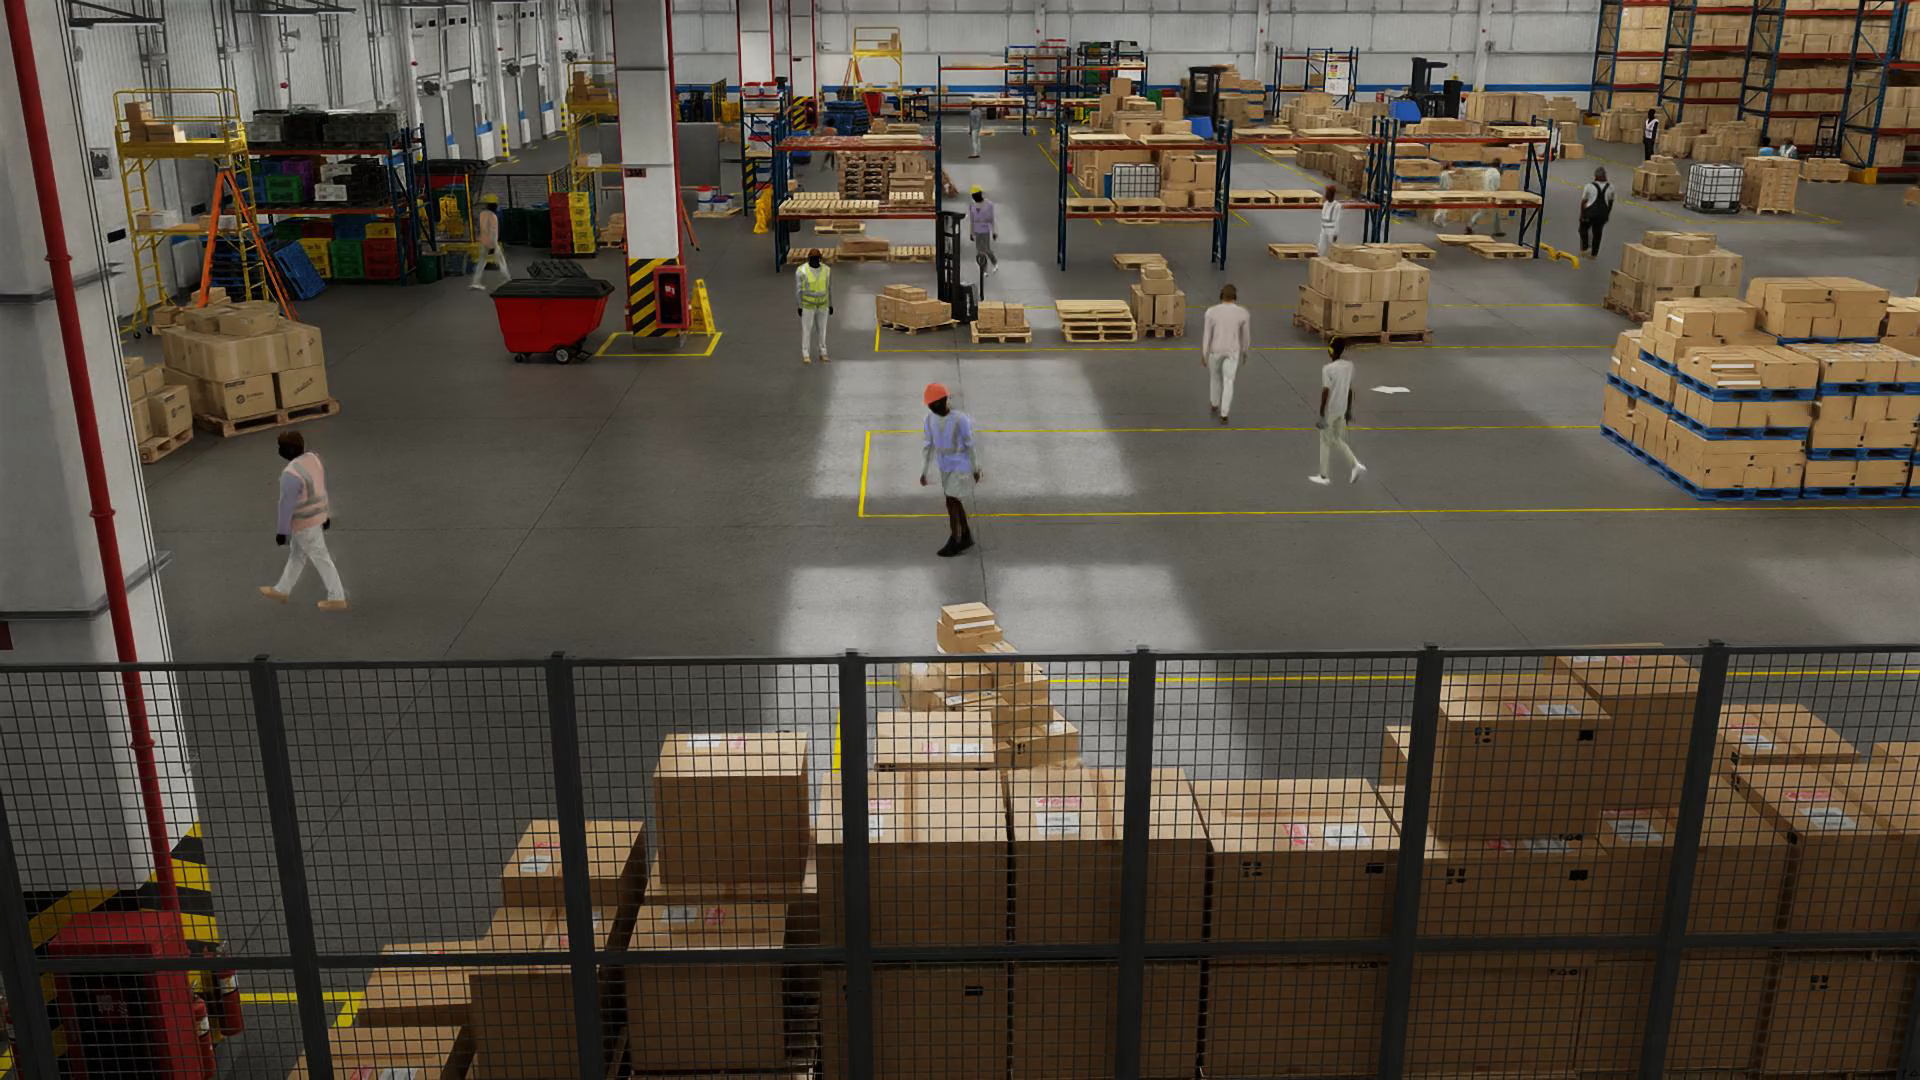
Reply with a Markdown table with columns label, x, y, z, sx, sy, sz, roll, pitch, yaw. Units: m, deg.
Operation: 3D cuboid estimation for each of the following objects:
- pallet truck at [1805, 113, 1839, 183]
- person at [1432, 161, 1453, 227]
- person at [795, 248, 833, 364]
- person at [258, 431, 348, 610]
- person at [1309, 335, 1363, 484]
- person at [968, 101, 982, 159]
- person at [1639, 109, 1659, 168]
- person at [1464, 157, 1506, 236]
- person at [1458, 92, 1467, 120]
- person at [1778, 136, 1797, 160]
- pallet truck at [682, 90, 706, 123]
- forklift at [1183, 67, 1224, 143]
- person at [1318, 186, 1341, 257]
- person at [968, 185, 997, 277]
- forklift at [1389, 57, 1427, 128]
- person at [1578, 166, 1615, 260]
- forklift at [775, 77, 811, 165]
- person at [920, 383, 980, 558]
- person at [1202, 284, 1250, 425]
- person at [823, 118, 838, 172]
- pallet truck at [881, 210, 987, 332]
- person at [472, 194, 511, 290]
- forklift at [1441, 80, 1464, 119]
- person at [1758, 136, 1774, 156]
| label | x | y | z | sx | sy | sz | roll | pitch | yaw |
| --- | --- | --- | --- | --- | --- | --- | --- | --- | --- |
| pallet truck | 26.403 | -11.957 | 50.702 | 0.823 | 1.965 | 1.885 | 6 | 19 | 16 |
| person | 12.007 | -8.554 | 41.163 | 0.365 | 1.626 | 0.533 | 4 | 19 | 12 |
| person | -2.315 | -3.740 | 26.576 | 0.619 | 1.838 | 0.430 | -8 | 20 | -23 |
| person | -6.432 | -0.174 | 16.049 | 0.932 | 1.795 | 0.658 | 0 | 19 | -1 |
| person | 4.556 | -1.531 | 20.012 | 0.527 | 1.852 | 0.631 | -13 | 23 | -34 |
| person | 0.513 | -14.099 | 57.169 | 0.374 | 1.933 | 0.621 | 10 | 21 | 28 |
| person | 22.422 | -13.026 | 54.012 | 0.391 | 1.912 | 0.589 | -3 | 19 | -8 |
| person | 12.596 | -8.192 | 39.697 | 0.983 | 1.904 | 0.645 | -2 | 19 | -5 |
| person | 18.506 | -15.524 | 61.385 | 0.544 | 1.933 | 0.376 | -9 | 21 | -26 |
| person | 23.571 | -10.688 | 47.489 | 0.306 | 1.639 | 0.524 | -14 | 23 | -36 |
| pallet truck | -9.671 | -15.907 | 62.421 | 0.823 | 1.965 | 1.885 | 5 | 19 | 15 |
| forklift | 8.883 | -16.014 | 61.379 | 1.129 | 2.768 | 1.873 | 13 | 22 | 33 |
| person | 7.710 | -6.404 | 34.451 | 0.849 | 1.860 | 0.581 | -9 | 20 | -24 |
| person | 0.477 | -6.395 | 34.378 | 0.648 | 1.880 | 0.570 | 10 | 21 | 28 |
| forklift | 18.867 | -18.497 | 68.743 | 1.873 | 2.768 | 1.129 | -1 | 19 | -1 |
| person | 13.912 | -7.172 | 36.442 | 0.710 | 2.000 | 0.545 | 0 | 19 | -1 |
| forklift | -5.920 | -13.893 | 55.085 | 1.873 | 2.768 | 1.129 | -1 | 19 | -1 |
| person | -0.121 | -0.763 | 17.678 | 0.573 | 1.875 | 0.754 | 14 | 23 | 35 |
| person | 3.700 | -2.622 | 23.171 | 0.659 | 1.884 | 1.012 | 2 | 19 | 6 |
| person | -4.125 | -12.653 | 53.238 | 0.556 | 1.683 | 0.365 | 8 | 20 | 22 |
| pallet truck | -0.493 | -4.759 | 29.349 | 1.885 | 1.965 | 0.823 | -13 | 23 | -34 |
| person | -9.312 | -5.902 | 32.943 | 0.594 | 1.875 | 0.986 | 16 | 25 | 40 |
| forklift | 15.644 | -13.239 | 53.146 | 1.873 | 2.768 | 1.129 | -1 | 19 | -1 |
| person | 22.706 | -10.535 | 46.955 | 0.546 | 1.684 | 0.544 | -7 | 20 | -19 |
